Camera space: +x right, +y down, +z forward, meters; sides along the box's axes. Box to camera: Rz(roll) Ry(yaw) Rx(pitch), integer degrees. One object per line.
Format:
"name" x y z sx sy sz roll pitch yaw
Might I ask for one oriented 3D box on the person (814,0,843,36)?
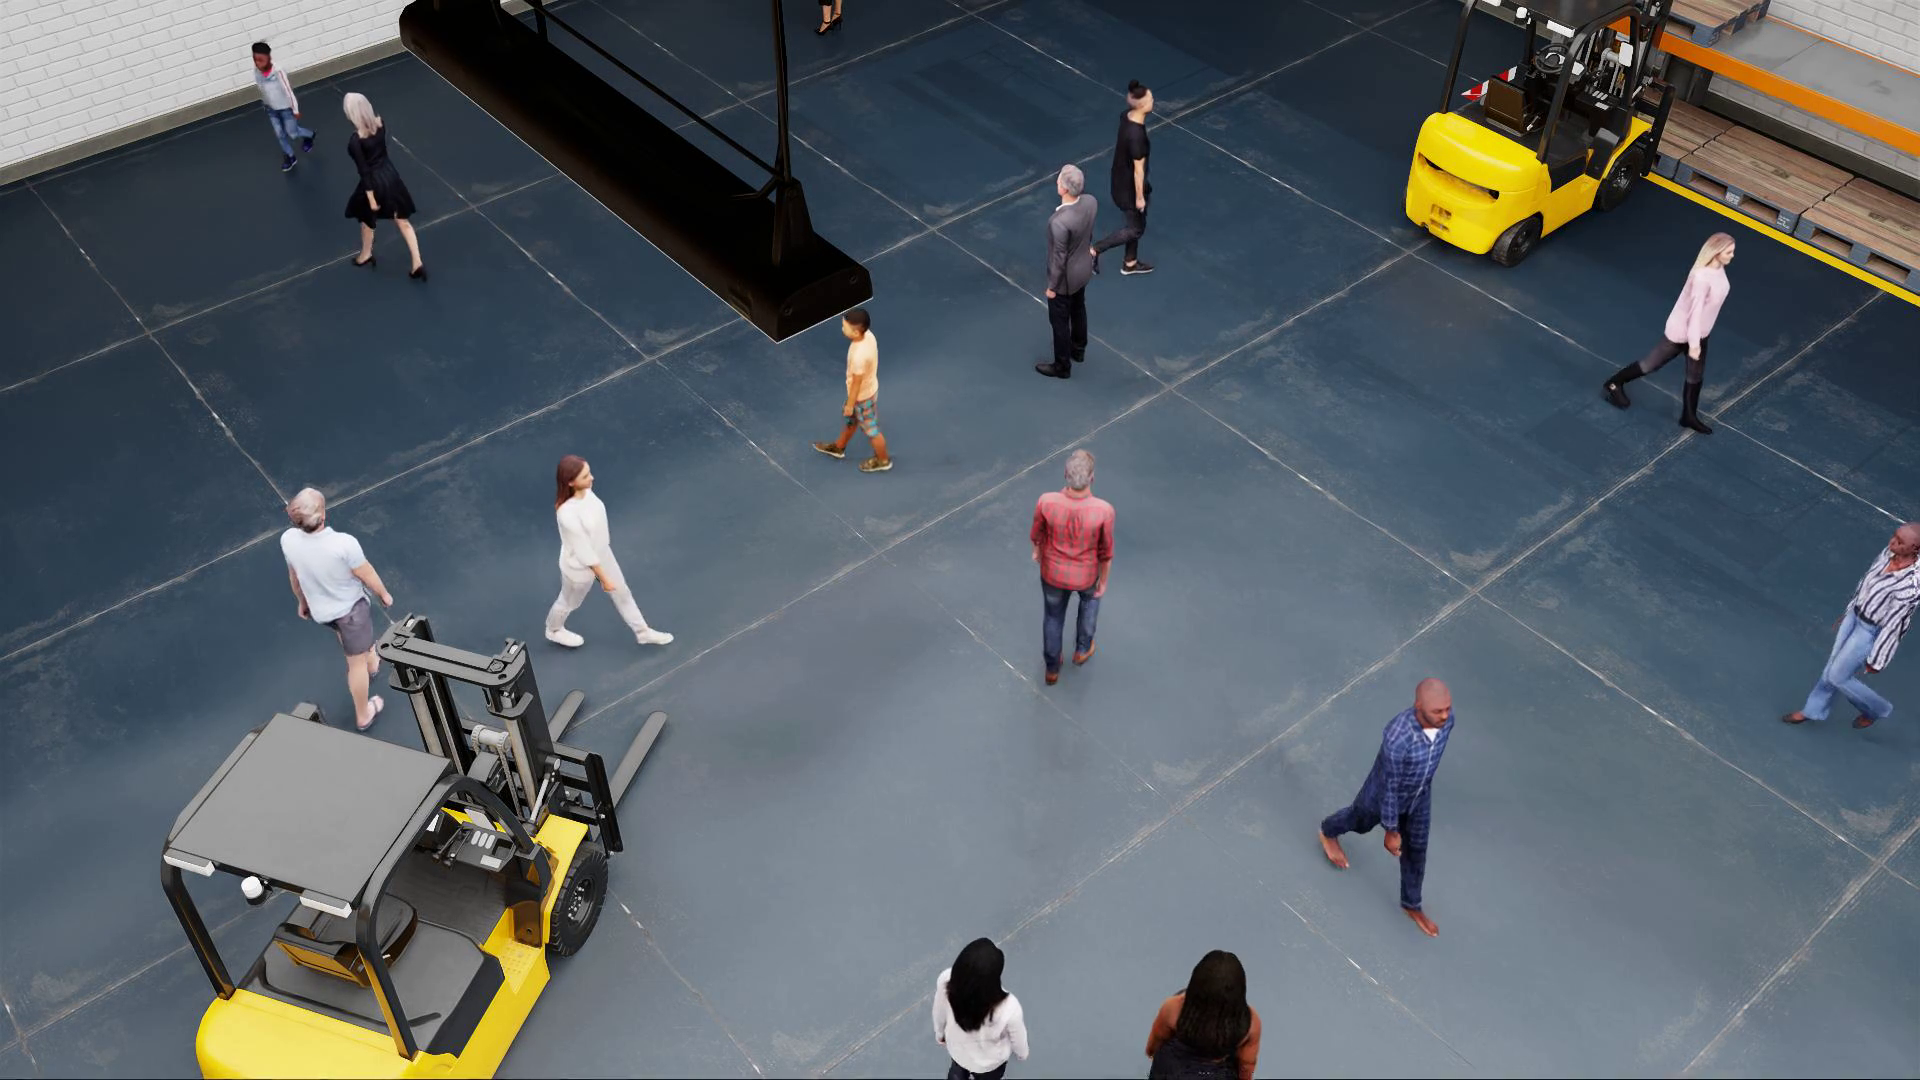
"person" -1.405 -6.101 17.112 0.622 1.858 0.674 25 49 24

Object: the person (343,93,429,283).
"person" -4.753 -2.900 13.850 1.073 1.723 0.905 15 46 15

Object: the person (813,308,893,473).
"person" -0.652 -1.085 12.146 0.897 1.445 0.859 1 44 1

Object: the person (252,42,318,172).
"person" -6.277 -4.069 15.426 0.743 1.242 0.771 12 45 13

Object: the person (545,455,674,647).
"person" -2.490 0.137 10.717 1.157 1.646 1.052 6 44 6

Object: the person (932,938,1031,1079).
"person" 0.044 2.554 8.151 0.671 1.686 0.766 23 48 23

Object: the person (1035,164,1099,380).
"person" 0.833 -2.089 12.914 0.704 1.839 0.788 24 48 23

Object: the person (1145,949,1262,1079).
"person" 1.126 2.620 8.009 1.138 1.786 1.215 2 44 2

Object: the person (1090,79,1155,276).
"person" 1.344 -2.965 13.828 1.037 1.847 1.004 -2 44 -2

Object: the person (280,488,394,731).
"person" -3.866 0.478 10.241 1.034 1.809 1.072 7 44 7

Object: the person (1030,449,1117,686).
"person" 0.682 0.246 10.483 0.846 1.811 0.916 6 44 7

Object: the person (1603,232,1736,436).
"person" 5.379 -1.601 12.539 0.654 1.651 1.124 -34 53 -30

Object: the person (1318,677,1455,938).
"person" 2.385 1.363 9.340 0.841 1.771 1.241 -20 47 -20

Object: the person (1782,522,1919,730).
"person" 5.625 0.576 10.154 0.940 1.788 0.874 7 44 8
